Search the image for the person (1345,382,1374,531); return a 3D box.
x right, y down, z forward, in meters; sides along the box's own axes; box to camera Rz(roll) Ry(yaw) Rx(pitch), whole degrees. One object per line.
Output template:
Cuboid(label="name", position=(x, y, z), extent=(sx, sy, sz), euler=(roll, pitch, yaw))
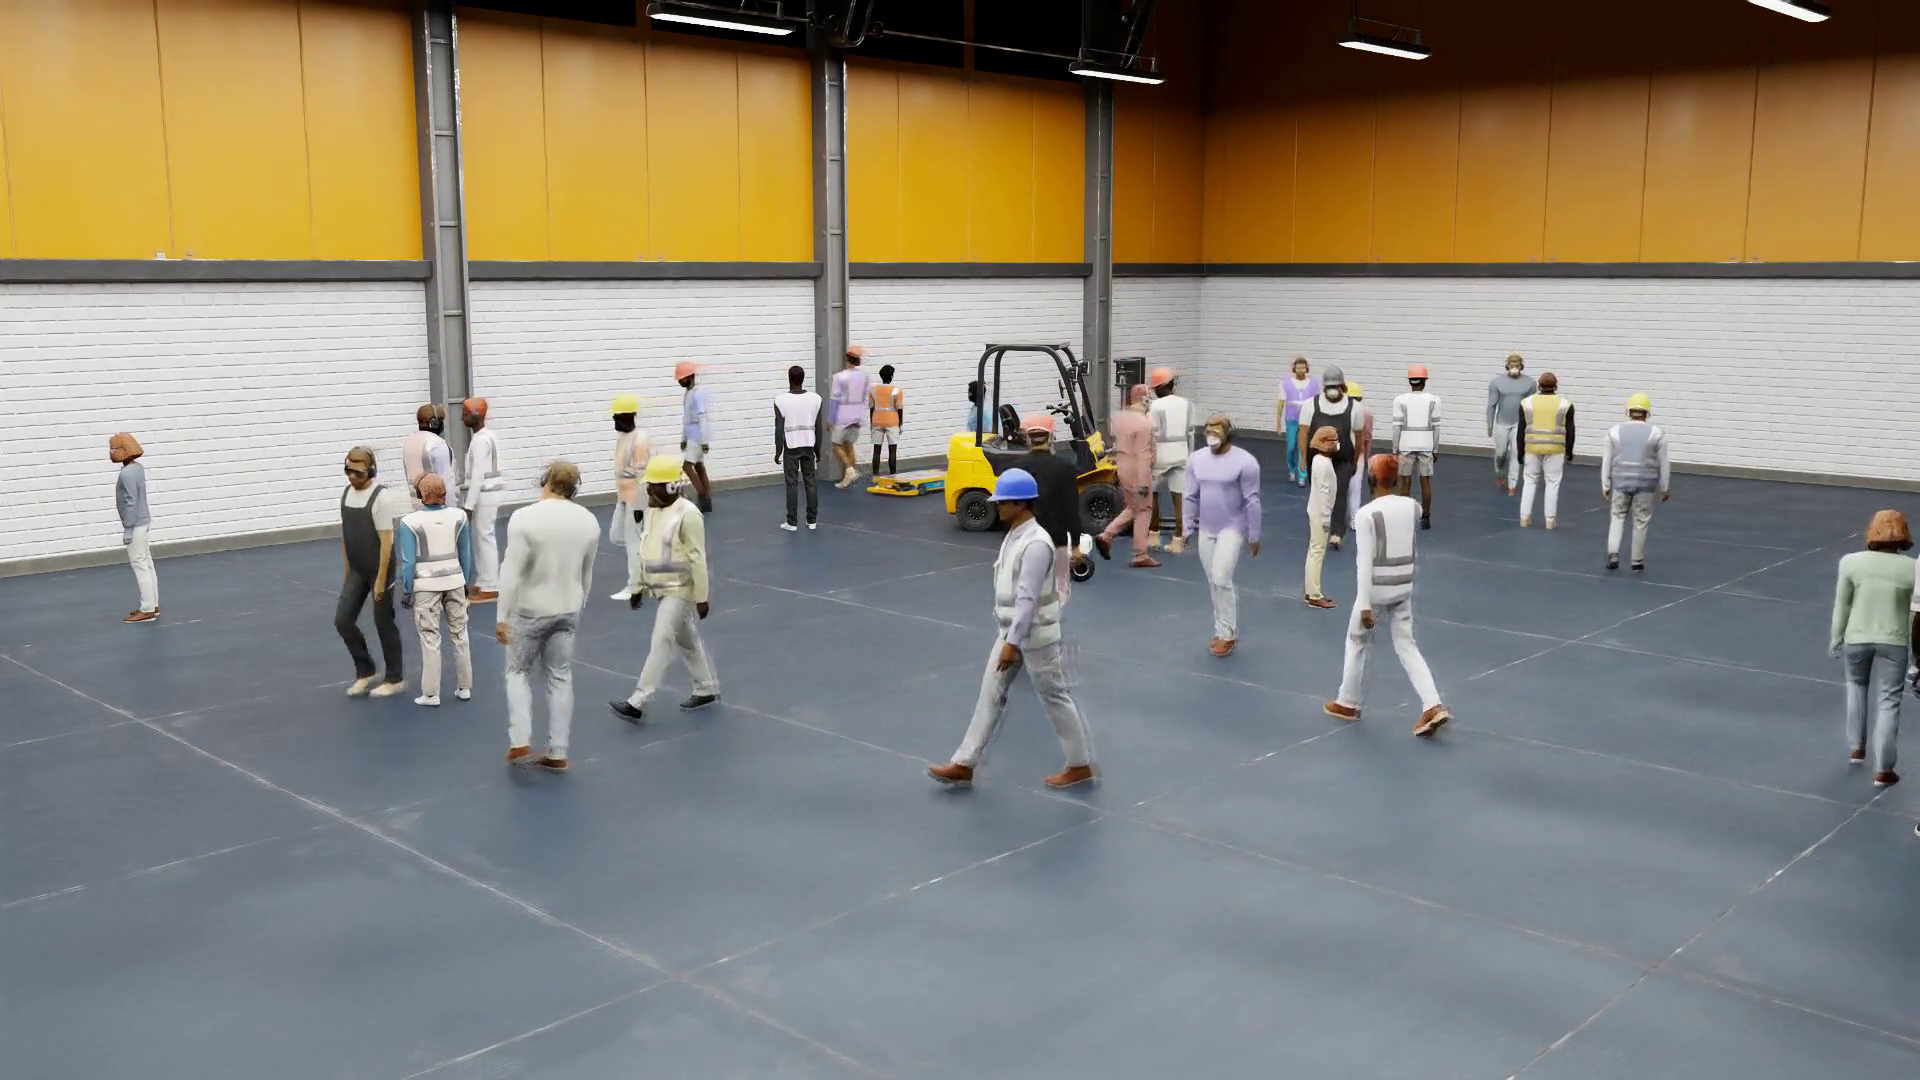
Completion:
Cuboid(label="person", position=(4.588, -1.010, 19.585), extent=(0.515, 1.722, 0.930), euler=(2, 9, 10))

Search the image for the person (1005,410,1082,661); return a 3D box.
Cuboid(label="person", position=(0.599, 0.013, 12.537), extent=(0.637, 1.977, 0.628), euler=(5, 11, 30))

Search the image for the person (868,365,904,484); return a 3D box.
Cuboid(label="person", position=(-1.034, -1.619, 23.426), extent=(0.532, 1.690, 0.319), euler=(3, 10, 17))

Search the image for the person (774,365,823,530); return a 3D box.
Cuboid(label="person", position=(-1.877, -1.067, 19.334), extent=(0.592, 1.922, 0.392), euler=(-5, 10, -26))

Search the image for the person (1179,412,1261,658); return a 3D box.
Cuboid(label="person", position=(2.005, -0.039, 13.038), extent=(0.656, 1.914, 0.627), euler=(-9, 13, -44))

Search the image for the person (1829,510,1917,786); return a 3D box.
Cuboid(label="person", position=(5.487, 0.622, 9.933), extent=(0.538, 1.605, 0.624), euler=(7, 12, 38))

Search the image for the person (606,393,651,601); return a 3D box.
Cuboid(label="person", position=(-2.991, -0.401, 15.264), extent=(0.484, 1.913, 0.615), euler=(-5, 11, -29))

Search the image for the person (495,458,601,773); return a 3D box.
Cuboid(label="person", position=(-2.482, 0.463, 10.054), extent=(0.729, 1.892, 0.444), euler=(-8, 12, -41))

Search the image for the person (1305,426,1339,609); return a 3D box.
Cuboid(label="person", position=(3.263, -0.211, 14.960), extent=(0.278, 1.634, 0.497), euler=(1, 9, 7))

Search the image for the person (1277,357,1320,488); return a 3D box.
Cuboid(label="person", position=(4.760, -1.675, 23.419), extent=(0.579, 1.810, 0.902), euler=(1, 9, 7))

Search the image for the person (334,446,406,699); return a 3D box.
Cuboid(label="person", position=(-4.156, 0.236, 11.680), extent=(0.536, 1.809, 0.527), euler=(4, 10, 25))

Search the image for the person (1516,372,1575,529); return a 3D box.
Cuboid(label="person", position=(6.833, -1.042, 19.435), extent=(0.637, 1.840, 0.429), euler=(5, 10, 26))

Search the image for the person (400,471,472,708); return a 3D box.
Cuboid(label="person", position=(-3.629, 0.342, 11.551), extent=(0.512, 1.642, 0.311), euler=(-8, 13, -42))

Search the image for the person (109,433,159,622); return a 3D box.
Cuboid(label="person", position=(-7.124, -0.108, 14.333), extent=(0.273, 1.631, 0.507), euler=(-3, 10, -15))

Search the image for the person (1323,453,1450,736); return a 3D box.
Cuboid(label="person", position=(2.838, 0.351, 10.917), extent=(0.563, 1.848, 0.958), euler=(-5, 10, -26))

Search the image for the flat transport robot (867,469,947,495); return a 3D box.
Cuboid(label="flat transport robot", position=(-0.558, -0.789, 22.675), extent=(0.652, 0.197, 1.431), euler=(7, 12, 38))

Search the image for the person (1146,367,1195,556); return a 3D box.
Cuboid(label="person", position=(2.184, -0.847, 17.748), extent=(0.640, 1.993, 0.778), euler=(-4, 10, -25))

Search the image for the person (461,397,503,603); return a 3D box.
Cuboid(label="person", position=(-4.359, -0.356, 15.101), extent=(0.406, 1.882, 0.599), euler=(-3, 10, -16))

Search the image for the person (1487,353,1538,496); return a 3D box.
Cuboid(label="person", position=(7.422, -1.562, 22.409), extent=(0.627, 1.920, 0.661), euler=(2, 10, 15))

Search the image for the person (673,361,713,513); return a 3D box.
Cuboid(label="person", position=(-3.298, -1.262, 20.610), extent=(0.495, 1.897, 0.570), euler=(-3, 10, -19))

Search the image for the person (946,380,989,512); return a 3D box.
Cuboid(label="person", position=(0.284, -1.171, 20.756), extent=(0.838, 1.662, 0.530), euler=(0, 9, 0))

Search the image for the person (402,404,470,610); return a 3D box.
Cuboid(label="person", position=(-4.685, -0.297, 14.859), extent=(0.627, 1.844, 0.429), euler=(8, 12, 39))

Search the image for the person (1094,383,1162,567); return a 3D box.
Cuboid(label="person", position=(1.728, -0.647, 16.868), extent=(0.568, 1.882, 0.661), euler=(-3, 10, -19))

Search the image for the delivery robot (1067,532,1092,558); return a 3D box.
Cuboid(label="delivery robot", position=(0.926, 0.062, 16.301), extent=(0.707, 0.478, 0.477), euler=(0, 9, -3))

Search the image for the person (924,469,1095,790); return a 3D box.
Cuboid(label="person", position=(0.327, 0.534, 9.599), extent=(1.003, 1.894, 0.602), euler=(-3, 10, -18))

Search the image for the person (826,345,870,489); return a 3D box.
Cuboid(label="person", position=(-1.542, -1.669, 22.772), extent=(0.641, 2.007, 0.567), euler=(-8, 12, -42))

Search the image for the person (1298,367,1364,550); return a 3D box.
Cuboid(label="person", position=(4.033, -0.935, 18.160), extent=(0.685, 2.000, 1.066), euler=(3, 10, 17))

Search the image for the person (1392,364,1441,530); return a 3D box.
Cuboid(label="person", position=(5.301, -1.079, 19.375), extent=(0.543, 1.932, 0.376), euler=(1, 9, 9))

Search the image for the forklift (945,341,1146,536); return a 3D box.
Cuboid(label="forklift", position=(0.977, -1.223, 19.452), extent=(2.313, 2.155, 1.214), euler=(2, 9, 11))

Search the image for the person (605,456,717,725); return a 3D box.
Cuboid(label="person", position=(-2.028, 0.331, 11.166), extent=(0.916, 1.780, 0.622), euler=(-7, 11, -36))

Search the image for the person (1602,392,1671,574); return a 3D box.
Cuboid(label="person", position=(6.707, -0.558, 16.513), extent=(0.619, 1.821, 0.433), euler=(6, 11, 33))

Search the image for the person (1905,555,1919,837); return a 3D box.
Cuboid(label="person", position=(5.286, 0.649, 8.678), extent=(0.607, 1.963, 0.373), euler=(6, 11, 33))
